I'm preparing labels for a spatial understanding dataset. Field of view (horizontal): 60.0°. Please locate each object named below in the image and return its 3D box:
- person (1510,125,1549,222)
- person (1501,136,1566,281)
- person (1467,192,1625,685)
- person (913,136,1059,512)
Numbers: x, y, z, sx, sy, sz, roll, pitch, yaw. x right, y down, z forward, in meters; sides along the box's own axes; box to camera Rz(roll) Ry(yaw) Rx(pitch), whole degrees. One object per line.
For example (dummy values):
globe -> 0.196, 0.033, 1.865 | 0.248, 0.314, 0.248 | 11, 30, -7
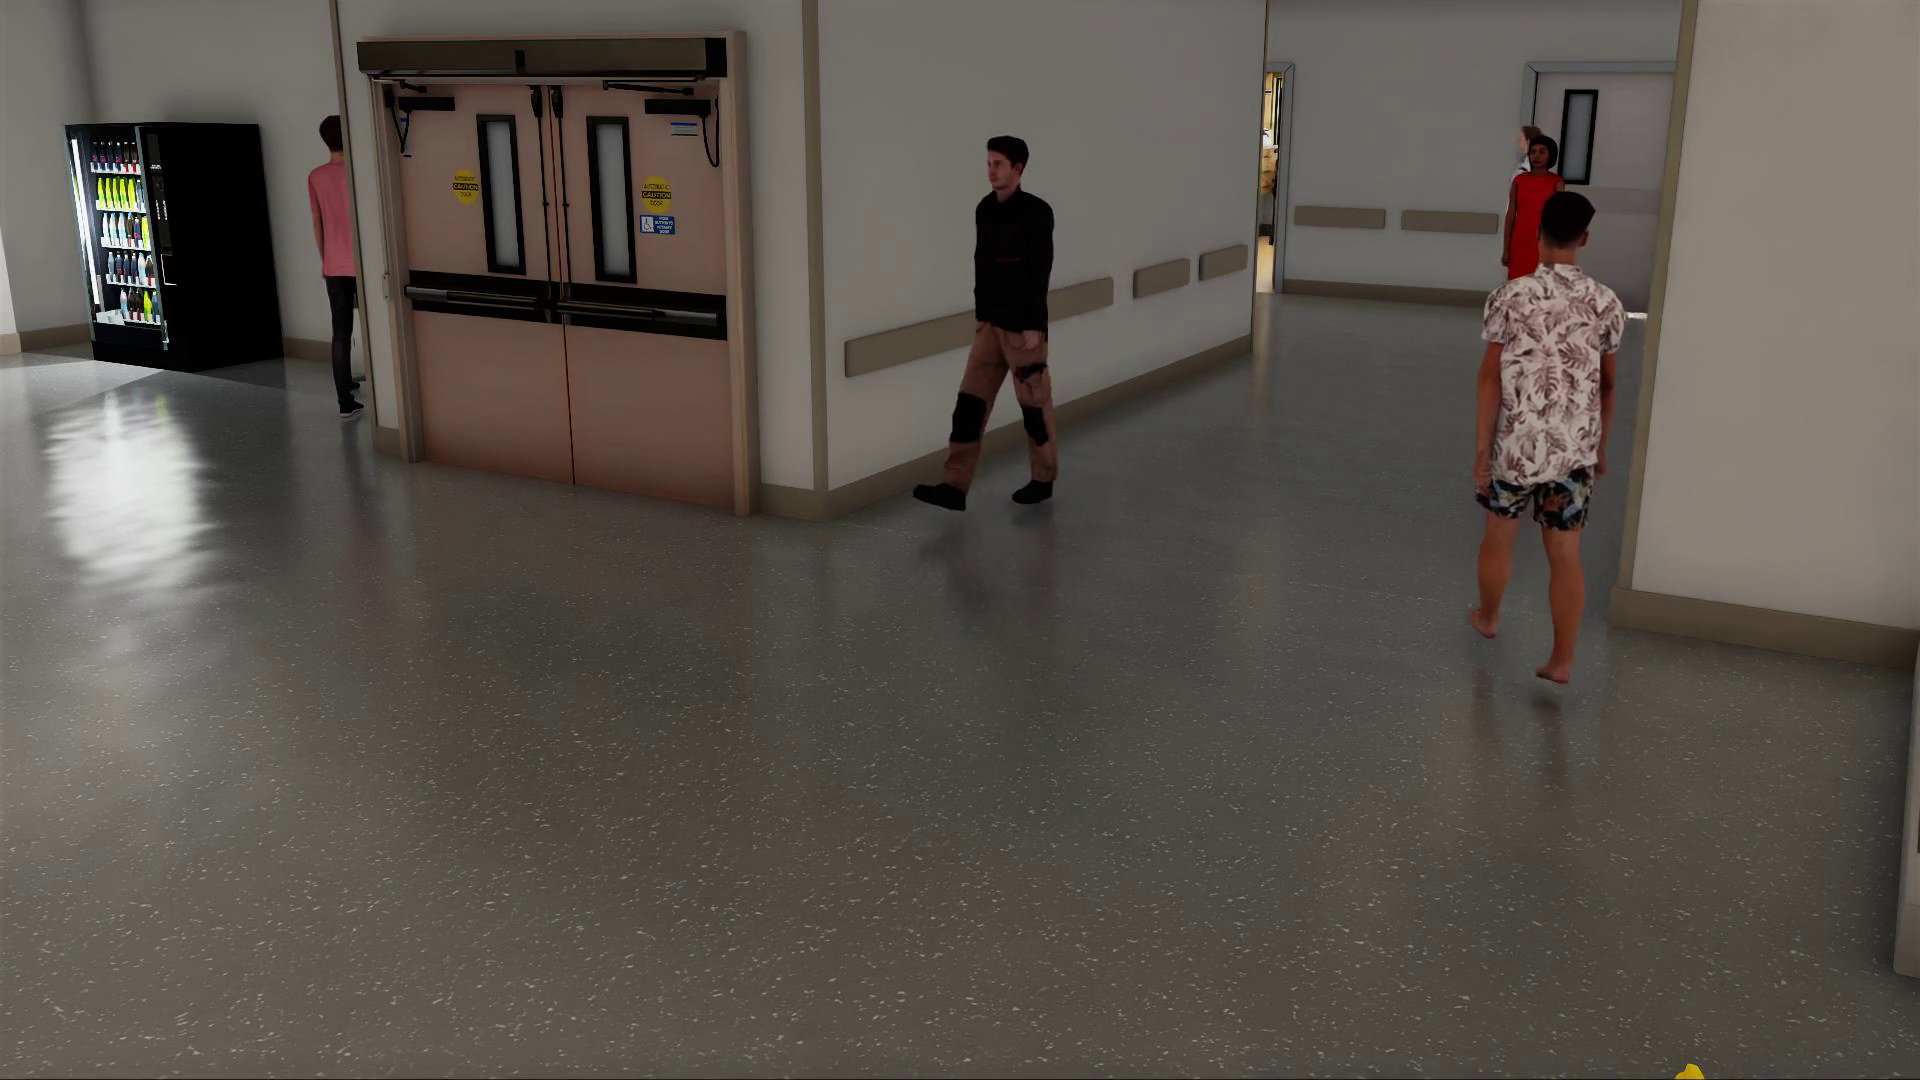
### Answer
person -> 5.202, -2.942, 15.407 | 0.596, 1.751, 0.578 | 10, 18, 31
person -> 4.490, -2.280, 13.073 | 0.433, 1.743, 0.630 | 8, 18, 27
person -> 2.164, -0.327, 6.088 | 1.203, 1.774, 1.040 | 2, 16, 6
person -> 0.334, -1.078, 8.544 | 1.147, 1.887, 0.945 | 13, 21, 40
